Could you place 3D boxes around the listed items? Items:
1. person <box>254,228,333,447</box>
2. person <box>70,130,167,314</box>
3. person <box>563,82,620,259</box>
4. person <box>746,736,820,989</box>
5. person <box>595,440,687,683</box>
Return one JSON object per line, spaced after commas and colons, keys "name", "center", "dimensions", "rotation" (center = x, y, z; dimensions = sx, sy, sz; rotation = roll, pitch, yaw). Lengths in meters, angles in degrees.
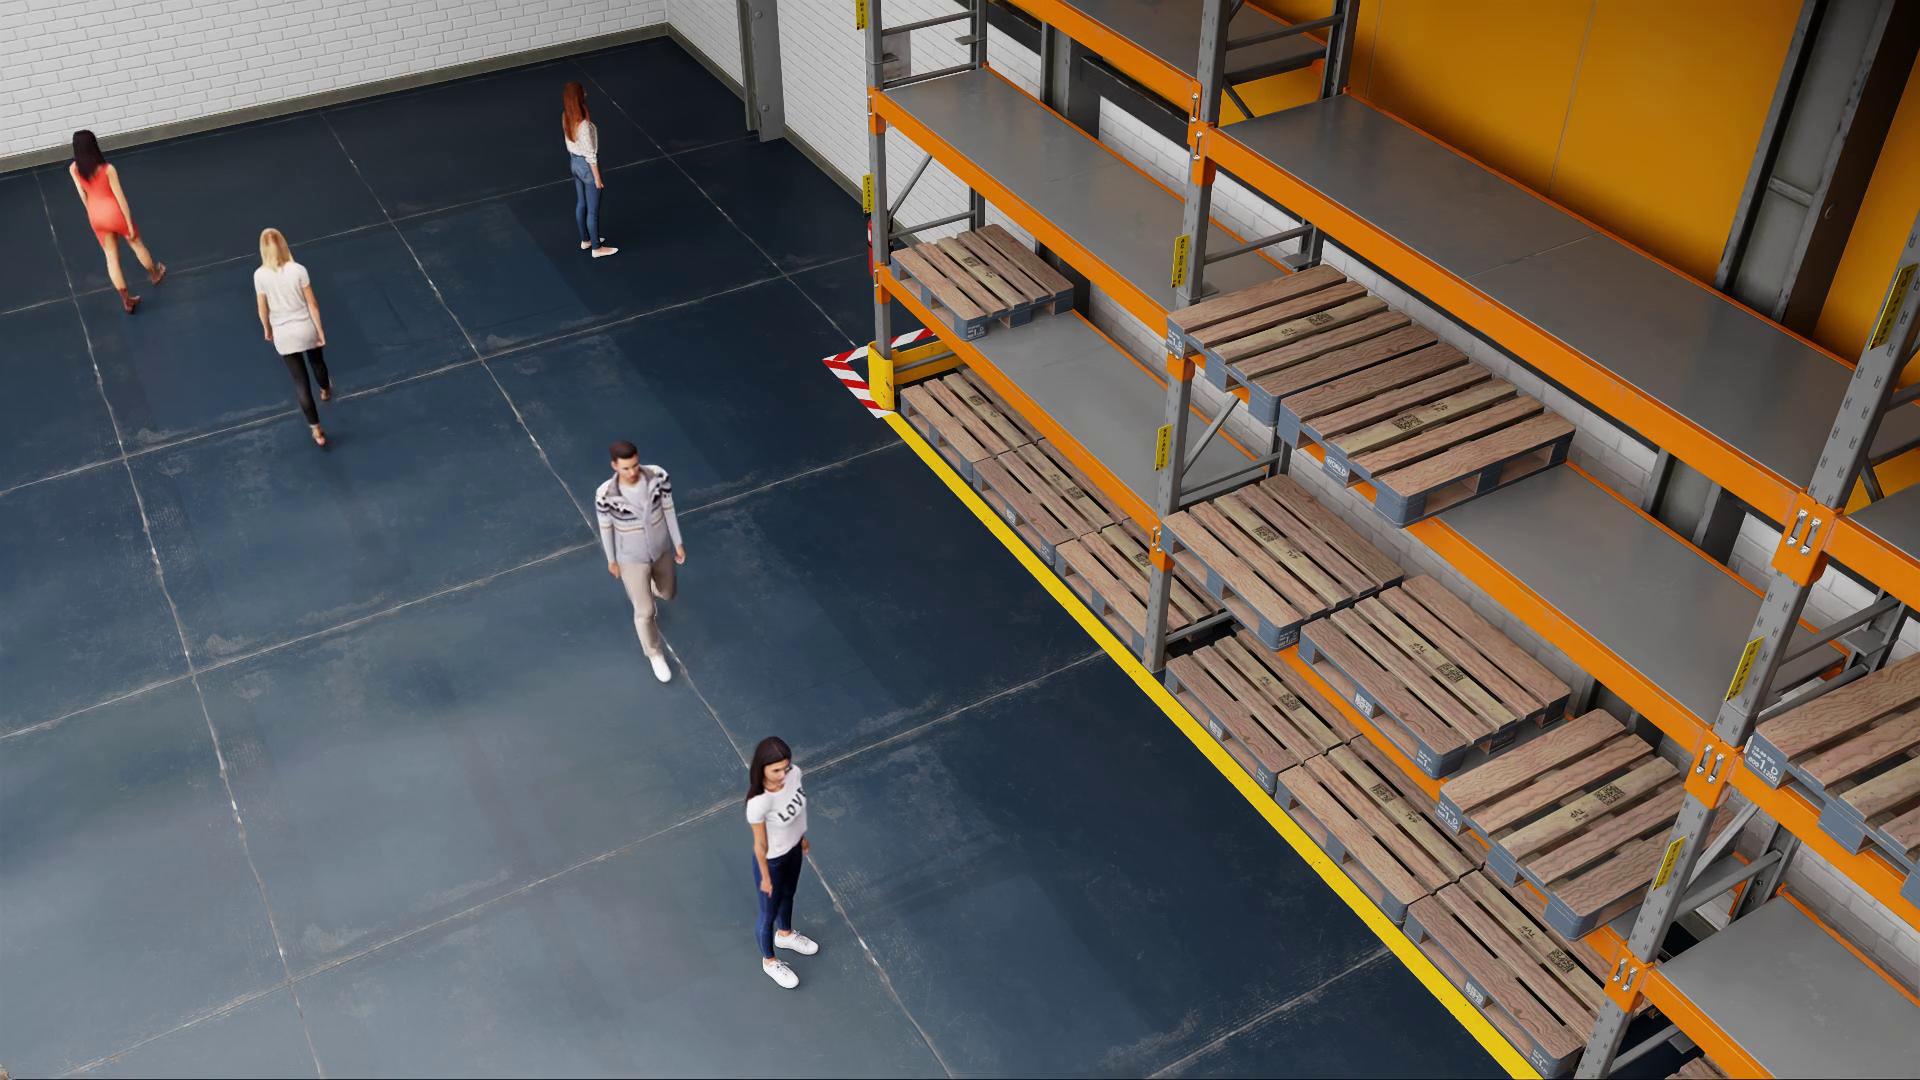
{"name": "person", "center": [-5.339, -1.594, 13.405], "dimensions": [0.745, 1.772, 1.219], "rotation": [-14, 41, -17]}
{"name": "person", "center": [-7.711, -2.841, 15.032], "dimensions": [0.834, 1.690, 1.051], "rotation": [-4, 39, -6]}
{"name": "person", "center": [-3.586, -3.549, 15.889], "dimensions": [0.667, 1.728, 0.475], "rotation": [-26, 45, -29]}
{"name": "person", "center": [-1.016, 1.753, 9.212], "dimensions": [0.687, 1.775, 0.669], "rotation": [18, 42, 21]}
{"name": "person", "center": [-2.172, 0.033, 11.320], "dimensions": [0.720, 1.831, 1.053], "rotation": [-22, 44, -25]}
